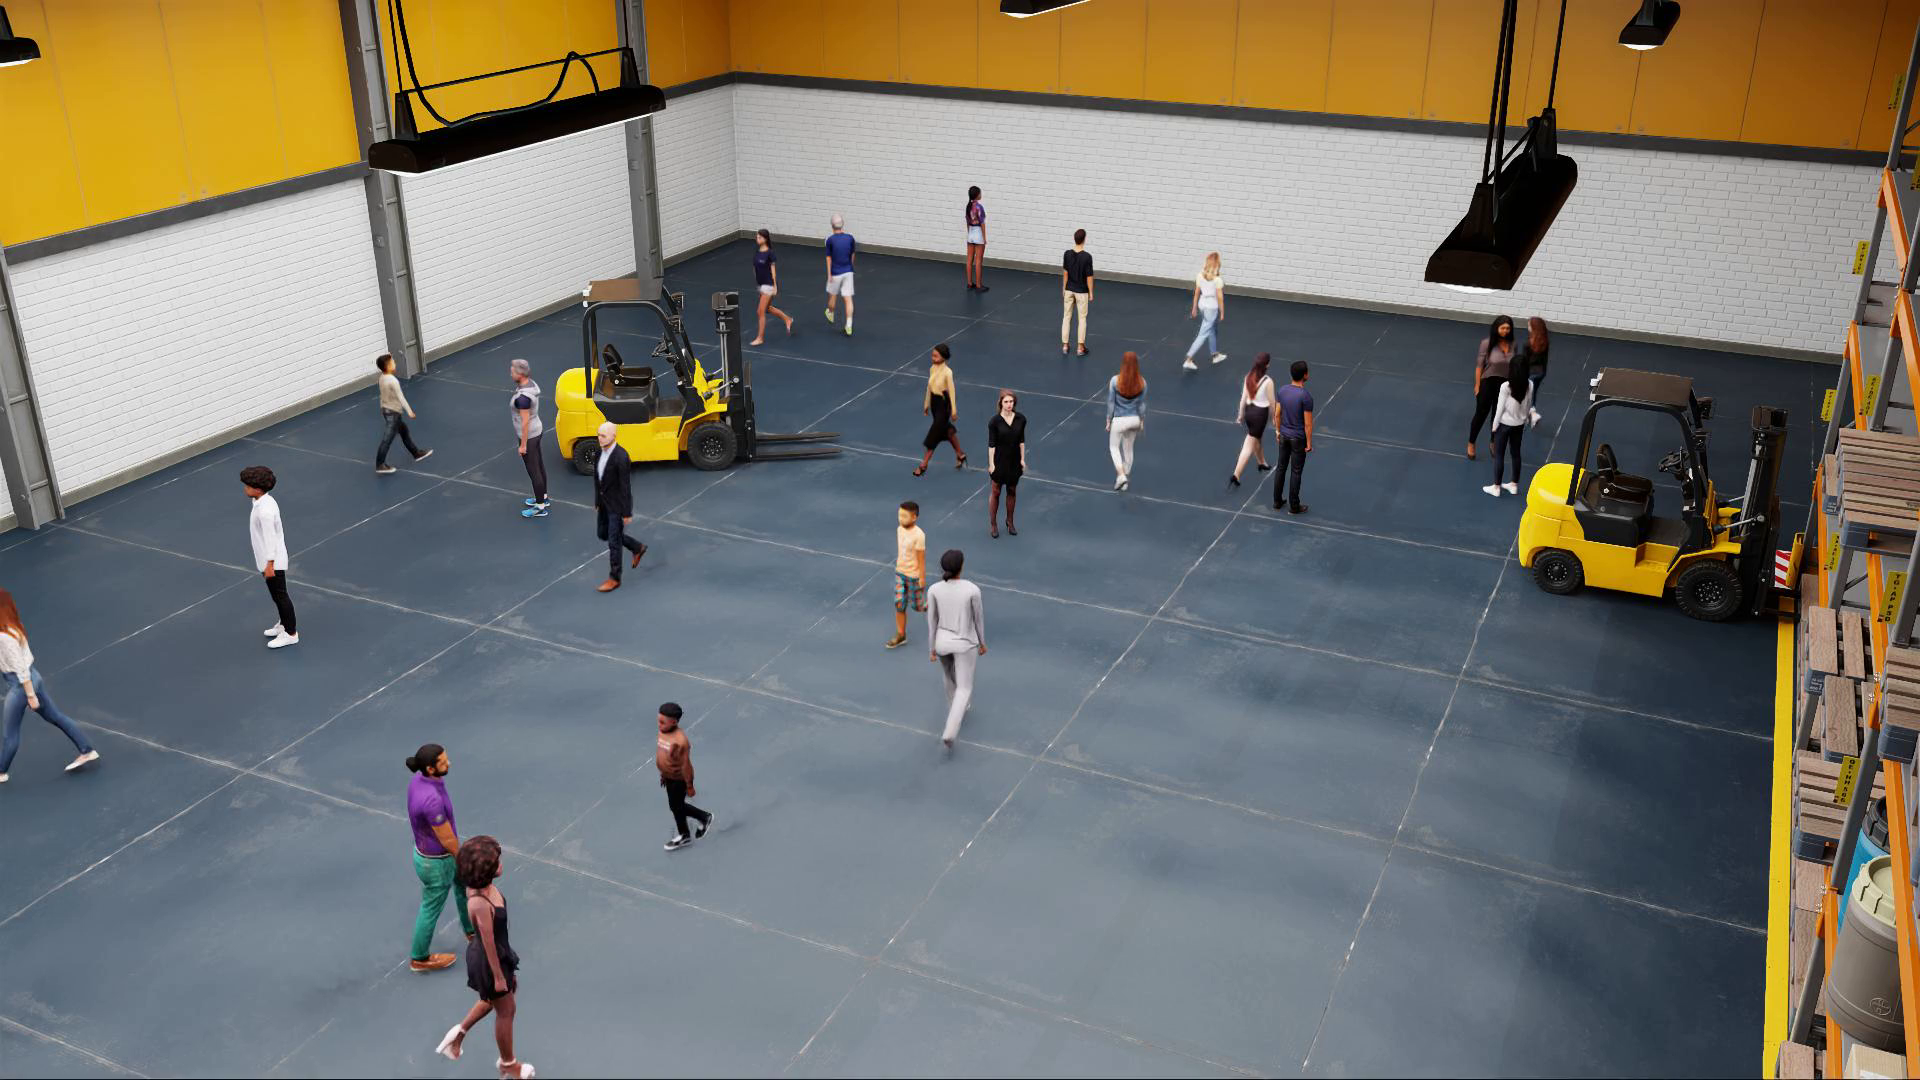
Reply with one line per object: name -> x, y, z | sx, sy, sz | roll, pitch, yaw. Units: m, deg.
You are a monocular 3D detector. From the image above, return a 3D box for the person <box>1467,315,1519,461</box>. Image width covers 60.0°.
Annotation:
person -> 6.559, -1.880, 20.436 | 0.750, 1.839, 0.767 | -2, 24, -5

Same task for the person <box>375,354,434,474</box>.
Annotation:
person -> -6.904, -1.488, 20.054 | 1.084, 1.428, 0.821 | -20, 30, -38

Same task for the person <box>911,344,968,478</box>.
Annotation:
person -> -0.157, -1.544, 19.961 | 1.115, 1.605, 0.934 | -15, 28, -31

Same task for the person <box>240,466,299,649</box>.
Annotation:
person -> -6.571, 0.140, 15.853 | 0.771, 1.810, 0.730 | -11, 26, -23

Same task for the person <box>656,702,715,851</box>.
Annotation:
person -> -2.117, 1.792, 12.781 | 0.748, 1.243, 0.669 | -18, 29, -35

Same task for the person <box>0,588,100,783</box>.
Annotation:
person -> -7.554, 1.188, 13.622 | 1.185, 1.676, 1.094 | -10, 26, -22

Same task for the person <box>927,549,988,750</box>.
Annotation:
person -> -0.051, 0.944, 14.147 | 0.713, 1.703, 1.151 | 8, 25, 17

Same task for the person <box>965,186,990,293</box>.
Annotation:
person -> 0.256, -5.039, 27.779 | 0.642, 1.747, 0.657 | -20, 30, -38

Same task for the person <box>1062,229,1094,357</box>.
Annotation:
person -> 1.714, -3.648, 24.466 | 0.618, 1.851, 0.516 | 11, 26, 23

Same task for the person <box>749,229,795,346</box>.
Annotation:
person -> -2.835, -3.811, 24.981 | 1.131, 1.737, 0.858 | -19, 30, -37

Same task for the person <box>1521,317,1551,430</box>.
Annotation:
person -> 7.439, -2.147, 21.514 | 0.864, 1.466, 0.939 | -6, 24, -12

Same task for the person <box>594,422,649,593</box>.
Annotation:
person -> -3.514, -0.388, 17.088 | 0.878, 1.789, 1.055 | 20, 31, 38

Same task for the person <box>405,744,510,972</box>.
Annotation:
person -> -3.646, 2.180, 11.273 | 1.032, 1.740, 0.970 | -10, 25, -21

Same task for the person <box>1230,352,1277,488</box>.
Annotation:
person -> 3.437, -1.370, 19.572 | 0.822, 1.597, 1.158 | 21, 31, 40

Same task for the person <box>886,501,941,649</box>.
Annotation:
person -> -0.424, 0.311, 15.920 | 0.705, 1.442, 0.967 | 20, 31, 39

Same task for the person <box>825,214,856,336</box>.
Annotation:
person -> -1.785, -4.022, 25.407 | 1.125, 1.783, 1.205 | -7, 25, -16

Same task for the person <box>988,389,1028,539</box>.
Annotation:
person -> 0.504, -0.850, 18.249 | 0.651, 1.704, 0.709 | -8, 25, -18

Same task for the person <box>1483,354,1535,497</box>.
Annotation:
person -> 6.425, -1.343, 19.383 | 0.689, 1.700, 0.751 | -9, 25, -19

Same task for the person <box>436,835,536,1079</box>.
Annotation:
person -> -2.967, 2.622, 10.217 | 0.886, 1.776, 0.832 | -8, 25, -17

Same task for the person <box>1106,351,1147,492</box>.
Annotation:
person -> 1.947, -1.334, 19.376 | 0.840, 1.688, 0.918 | -4, 24, -8

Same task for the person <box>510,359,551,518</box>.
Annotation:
person -> -4.865, -1.179, 18.847 | 0.834, 1.828, 0.701 | -2, 24, -5

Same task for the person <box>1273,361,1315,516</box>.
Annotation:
person -> 3.773, -1.171, 18.871 | 0.701, 1.793, 0.647 | 21, 31, 40

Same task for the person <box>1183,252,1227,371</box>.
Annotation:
person -> 3.482, -3.211, 23.682 | 1.261, 1.679, 0.984 | -18, 30, -36
